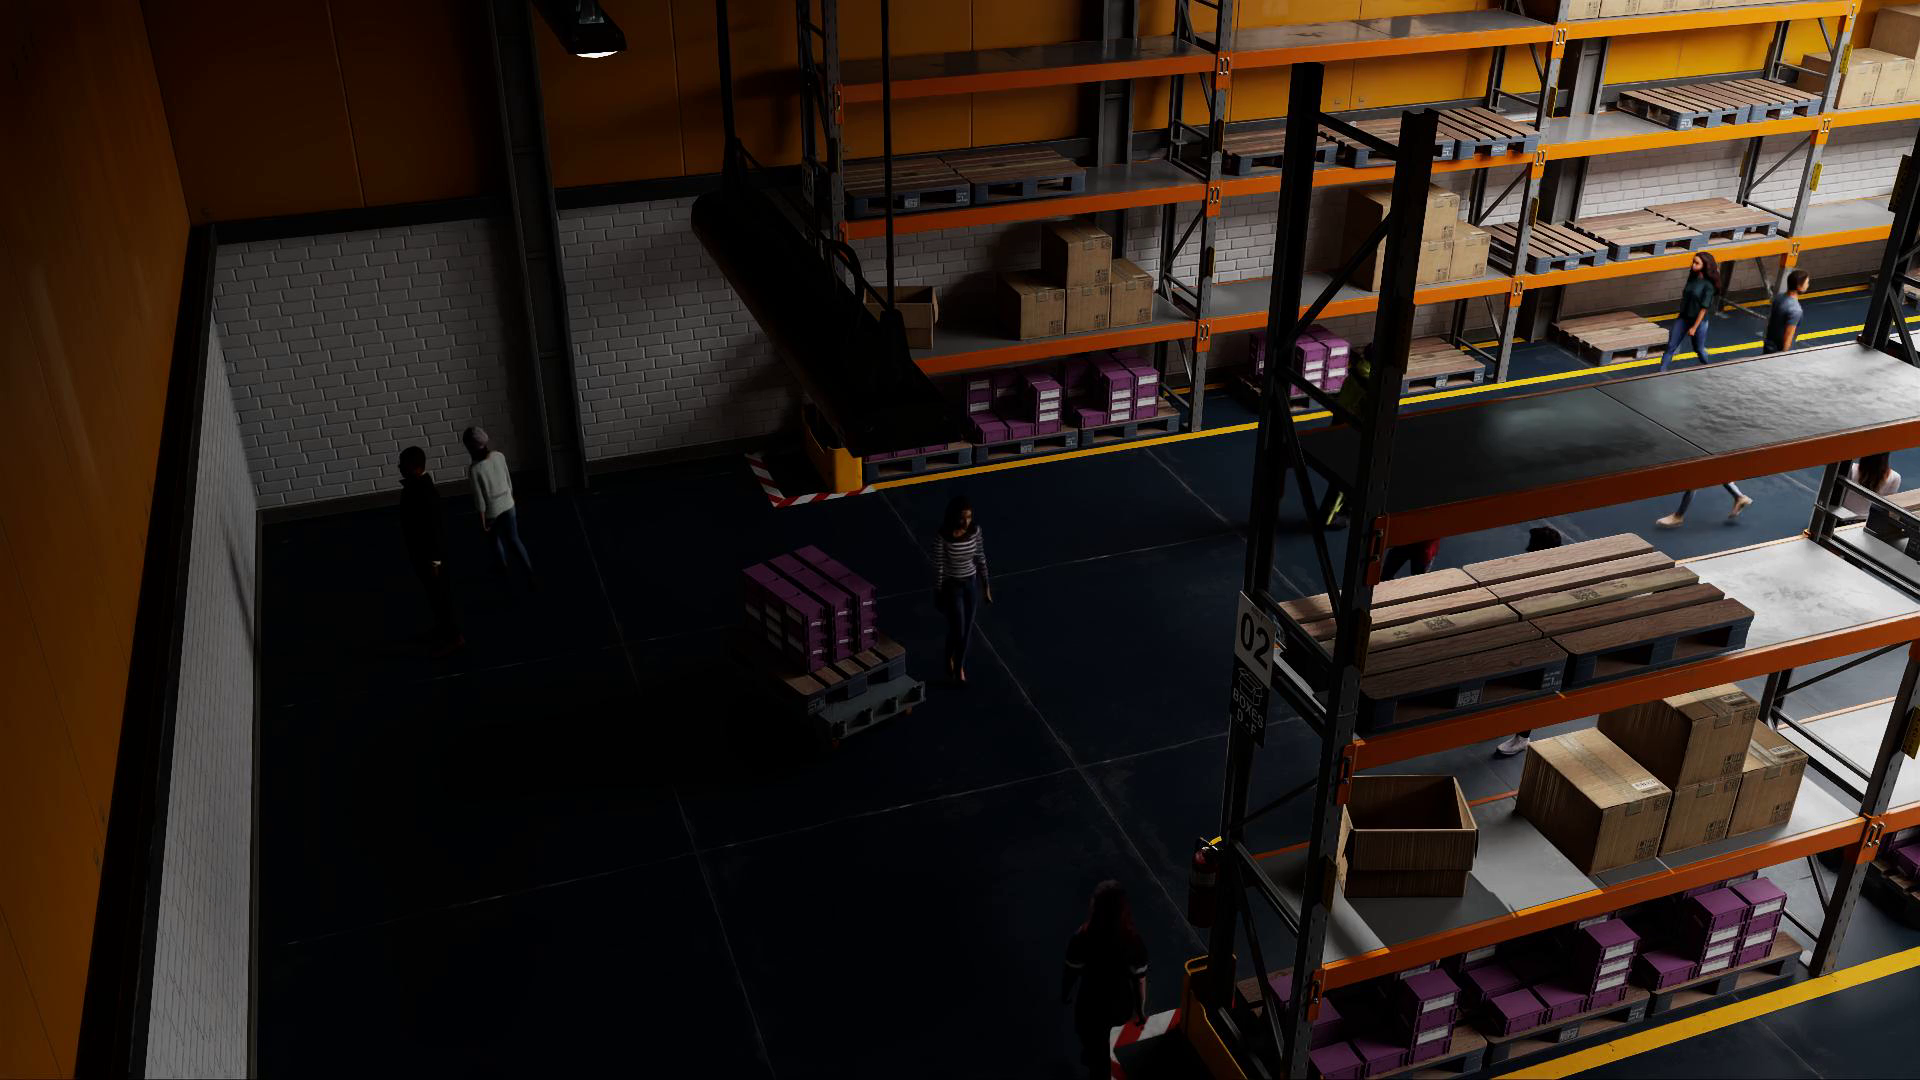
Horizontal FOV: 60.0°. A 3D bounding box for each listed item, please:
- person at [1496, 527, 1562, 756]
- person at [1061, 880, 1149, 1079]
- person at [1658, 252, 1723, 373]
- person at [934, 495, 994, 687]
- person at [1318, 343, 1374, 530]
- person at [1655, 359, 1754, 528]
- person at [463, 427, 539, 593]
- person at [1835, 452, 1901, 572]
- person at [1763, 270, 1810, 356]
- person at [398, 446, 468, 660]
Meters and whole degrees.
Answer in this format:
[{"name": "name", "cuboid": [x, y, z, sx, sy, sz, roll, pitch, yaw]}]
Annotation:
[{"name": "person", "cuboid": [4.361, 0.745, 12.764, 0.590, 1.930, 0.684, -8, 30, -15]}, {"name": "person", "cuboid": [0.833, 2.733, 9.491, 1.121, 1.575, 0.859, -3, 29, -6]}, {"name": "person", "cuboid": [8.490, -2.504, 19.092, 1.069, 1.574, 0.589, -11, 30, -19]}, {"name": "person", "cuboid": [-0.057, 0.395, 13.560, 0.601, 1.783, 0.721, -18, 33, -29]}, {"name": "person", "cuboid": [3.686, -0.989, 15.922, 0.864, 1.950, 0.865, -4, 29, -7]}, {"name": "person", "cuboid": [7.311, -0.916, 15.984, 1.230, 1.763, 0.847, -1, 29, -2]}, {"name": "person", "cuboid": [-4.120, -0.251, 14.919, 1.037, 1.614, 1.086, 24, 37, 37]}, {"name": "person", "cuboid": [7.883, -0.160, 14.688, 0.771, 1.676, 0.853, 9, 30, 15]}, {"name": "person", "cuboid": [8.815, -2.076, 18.088, 1.085, 1.784, 0.861, 0, 29, 1]}, {"name": "person", "cuboid": [-4.474, 0.077, 14.016, 0.682, 1.905, 0.733, -16, 33, -27]}]
